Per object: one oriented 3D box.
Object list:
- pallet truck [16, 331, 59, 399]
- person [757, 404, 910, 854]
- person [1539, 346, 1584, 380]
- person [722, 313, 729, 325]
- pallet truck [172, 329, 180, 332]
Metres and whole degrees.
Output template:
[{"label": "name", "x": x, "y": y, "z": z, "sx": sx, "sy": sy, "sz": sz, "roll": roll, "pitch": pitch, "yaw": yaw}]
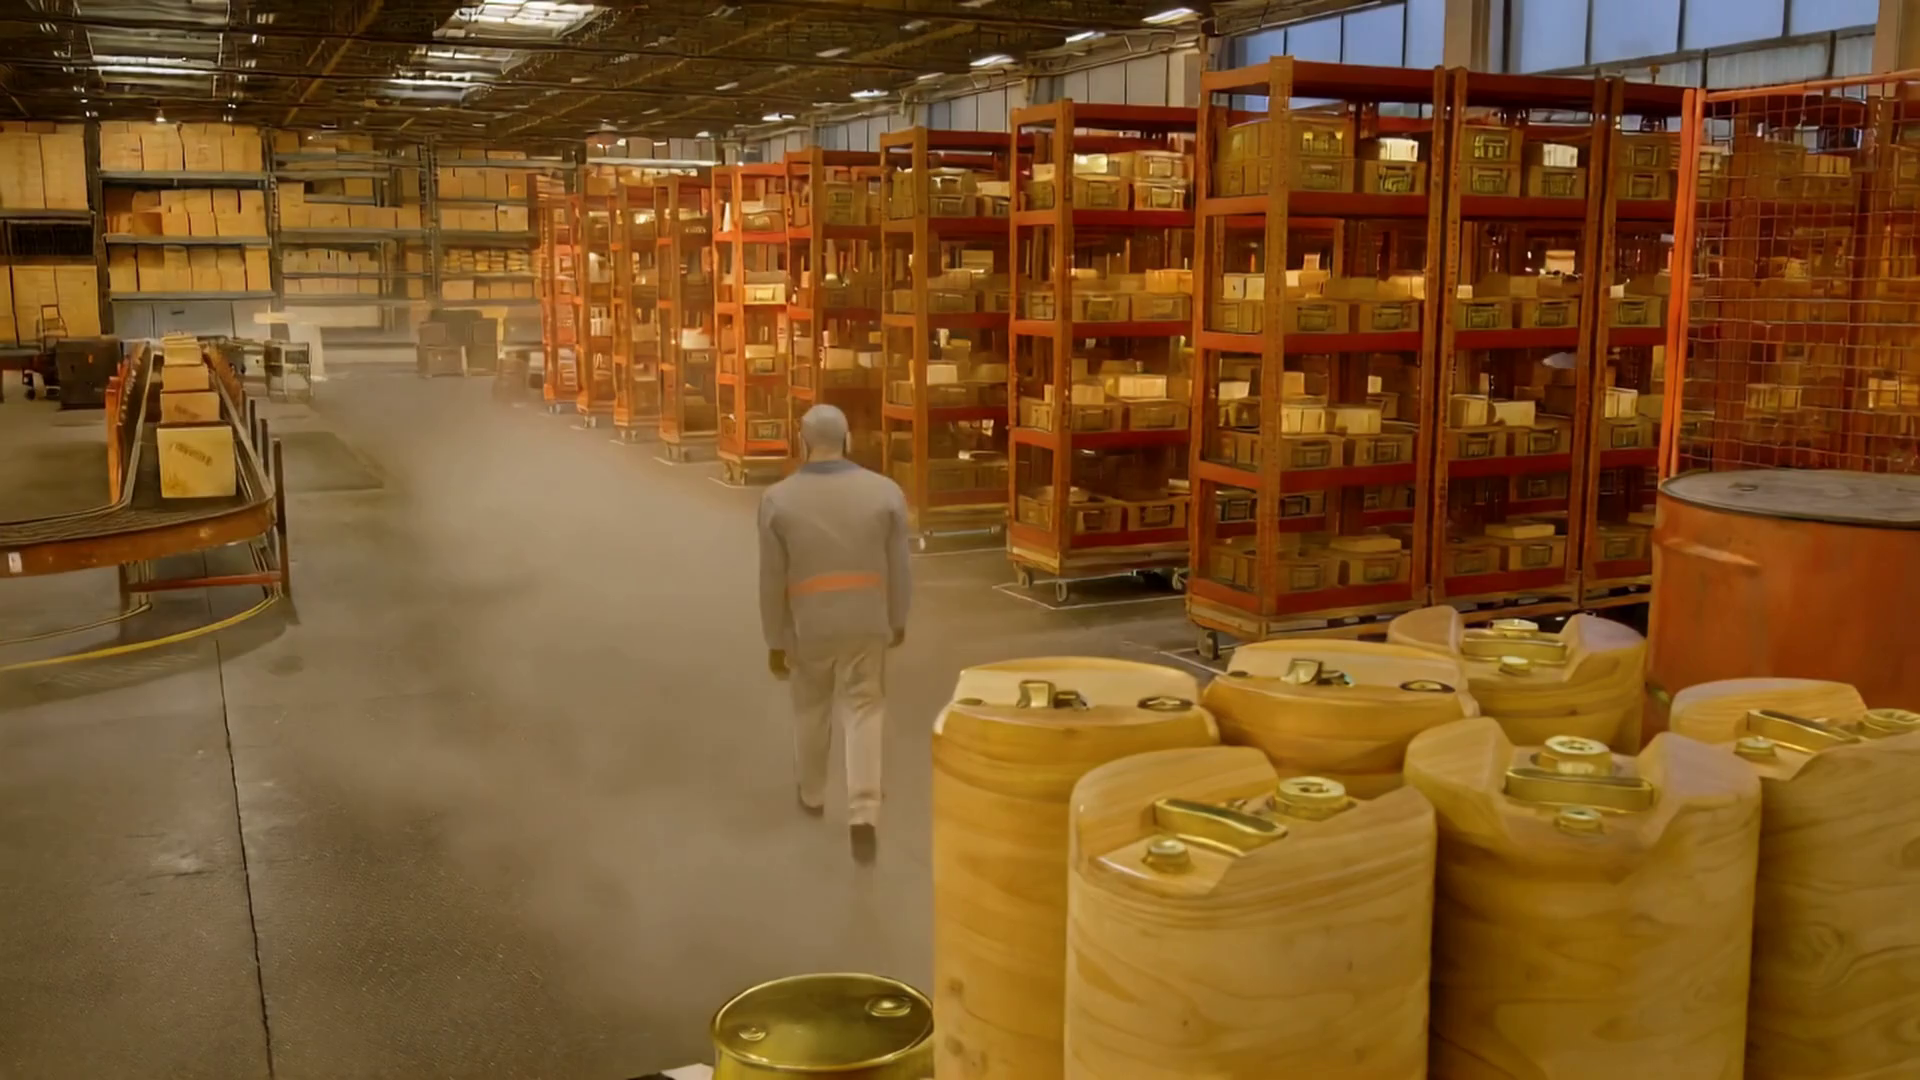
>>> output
[{"label": "pallet truck", "x": -17.082, "y": -3.353, "z": 31.781, "sx": 1.630, "sy": 1.274, "sz": 0.653, "roll": -4, "pitch": 10, "yaw": -25}, {"label": "person", "x": -0.523, "y": 0.358, "z": 7.027, "sx": 0.641, "sy": 1.864, "sz": 0.974, "roll": -1, "pitch": 9, "yaw": -6}, {"label": "person", "x": 6.411, "y": -1.352, "z": 17.748, "sx": 0.570, "sy": 1.825, "sz": 0.439, "roll": -3, "pitch": 10, "yaw": -19}, {"label": "person", "x": -6.108, "y": -5.646, "z": 43.899, "sx": 0.621, "sy": 1.977, "sz": 0.534, "roll": 7, "pitch": 12, "yaw": 38}, {"label": "pallet truck", "x": -17.275, "y": -3.851, "z": 35.096, "sx": 1.601, "sy": 1.201, "sz": 0.680, "roll": 0, "pitch": 9, "yaw": 1}]
